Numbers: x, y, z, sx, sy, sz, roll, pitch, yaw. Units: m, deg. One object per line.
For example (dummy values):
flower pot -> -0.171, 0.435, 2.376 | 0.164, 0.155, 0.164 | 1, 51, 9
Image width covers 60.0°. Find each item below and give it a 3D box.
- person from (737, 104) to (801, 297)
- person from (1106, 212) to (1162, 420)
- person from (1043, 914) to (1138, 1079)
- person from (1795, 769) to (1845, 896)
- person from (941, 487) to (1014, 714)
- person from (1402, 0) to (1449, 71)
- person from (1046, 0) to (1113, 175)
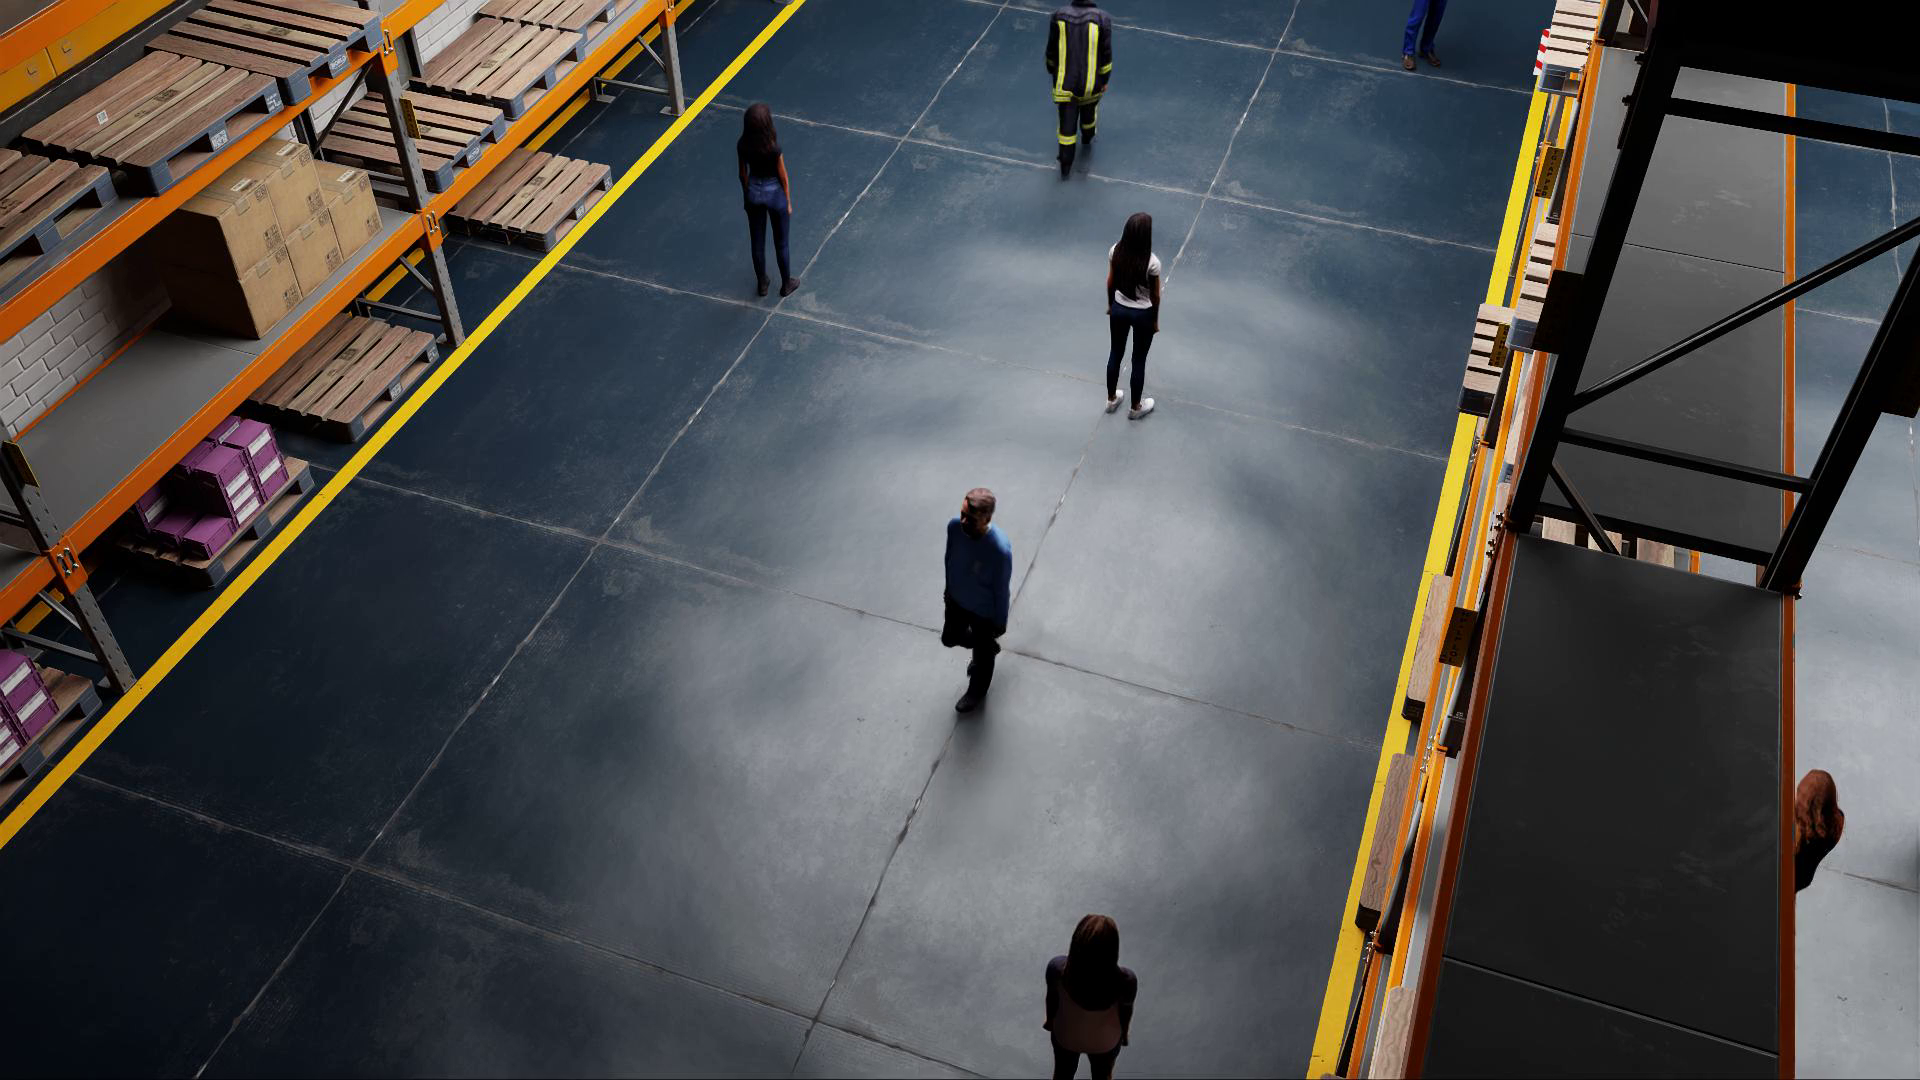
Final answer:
person -> -1.592, -2.778, 13.664 | 0.591, 1.740, 0.575 | 7, 44, 7
person -> 1.290, -1.682, 12.488 | 0.644, 1.775, 0.592 | 25, 49, 24
person -> 0.626, 2.424, 8.211 | 0.618, 1.730, 0.579 | 8, 44, 8
person -> 4.434, 1.837, 9.021 | 0.614, 1.463, 0.995 | 17, 46, 17
person -> 0.153, 0.316, 10.364 | 0.804, 1.812, 0.859 | 32, 52, 29
person -> 4.754, -5.645, 16.572 | 0.792, 1.881, 0.823 | -10, 45, -11
person -> 1.058, -4.199, 15.101 | 0.910, 1.816, 1.187 | 6, 44, 7
